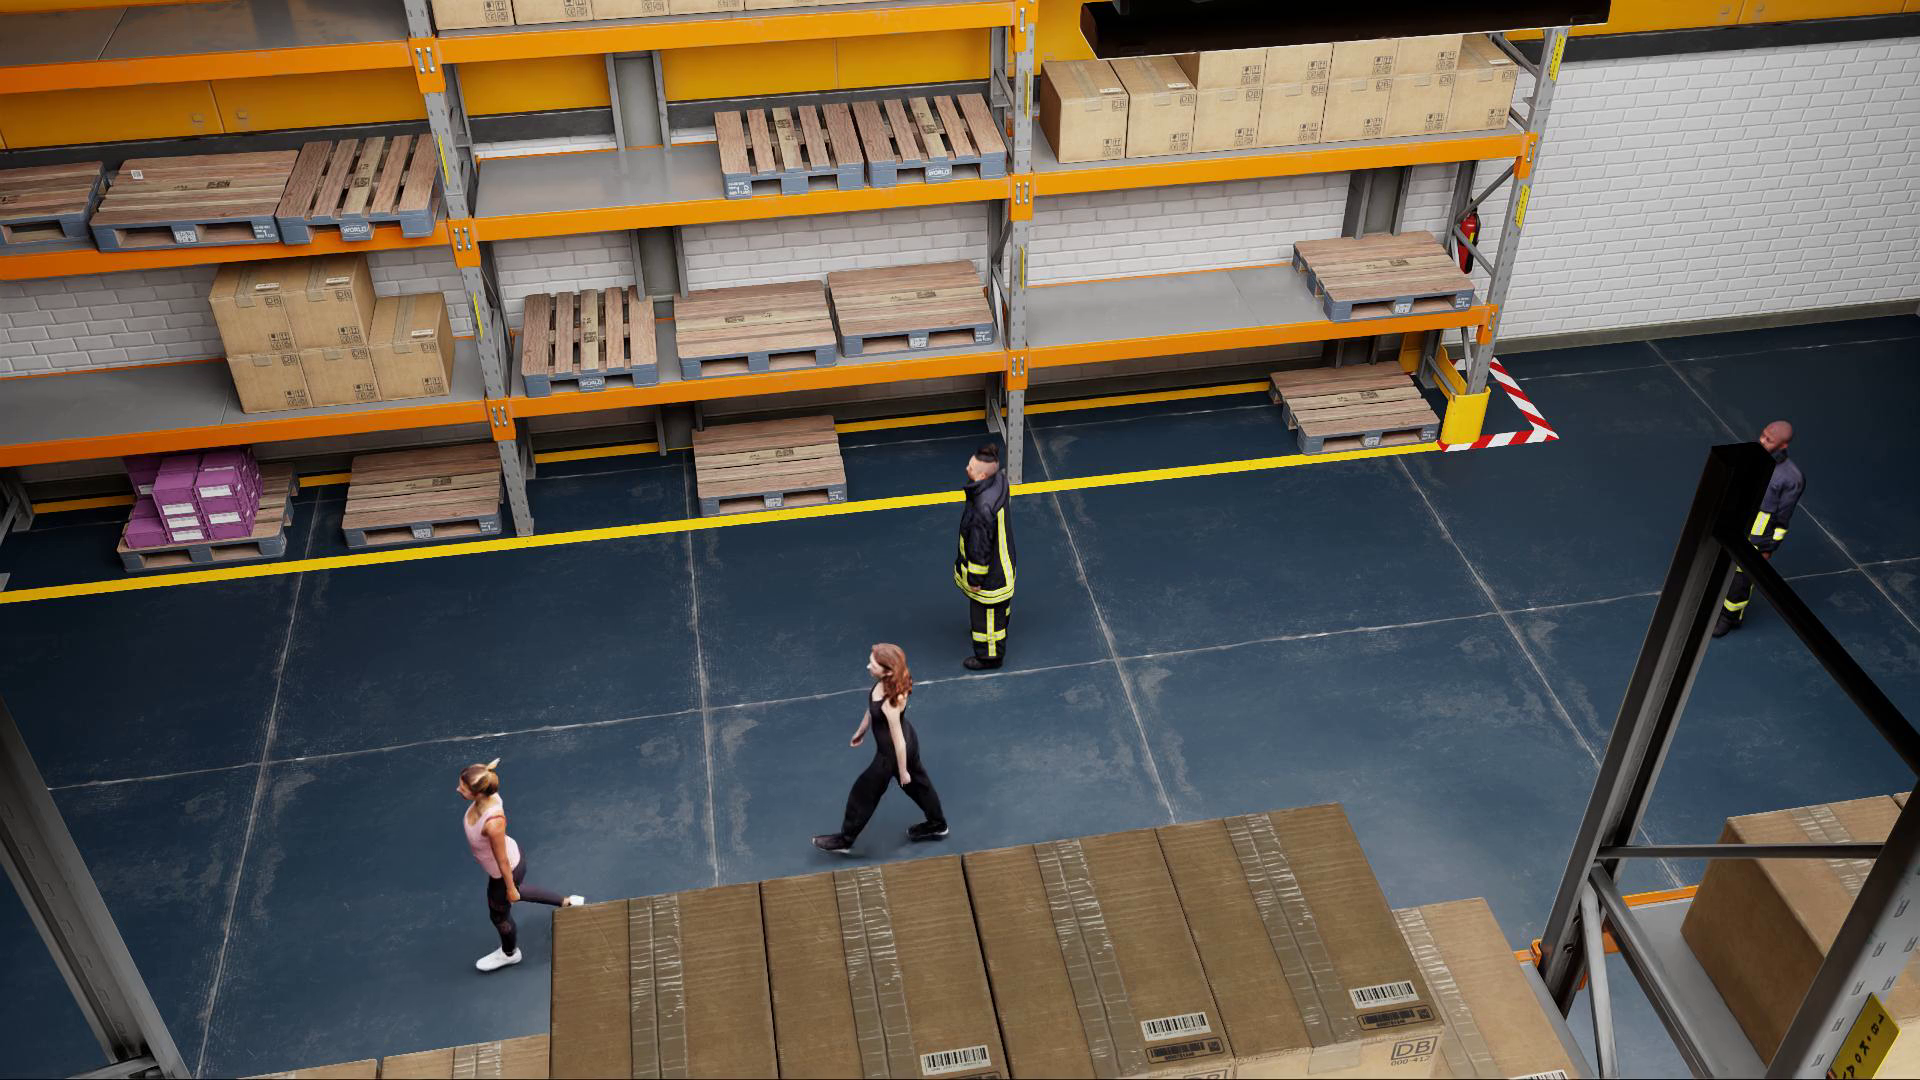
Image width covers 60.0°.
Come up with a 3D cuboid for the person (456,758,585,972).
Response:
[{"bbox_3d":[-2.573,1.867,9.643,0.968,1.623,0.677,-14,41,-17],"label":"person"}]

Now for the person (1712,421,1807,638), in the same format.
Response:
[{"bbox_3d":[5.657,-0.118,11.971,0.831,1.821,0.848,-23,44,-26],"label":"person"}]

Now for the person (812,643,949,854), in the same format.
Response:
[{"bbox_3d":[-0.313,1.287,10.310,1.109,1.697,0.630,-3,39,-4],"label":"person"}]

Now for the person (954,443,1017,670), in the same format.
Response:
[{"bbox_3d":[0.202,0.095,11.673,0.817,1.860,0.836,6,39,8],"label":"person"}]
